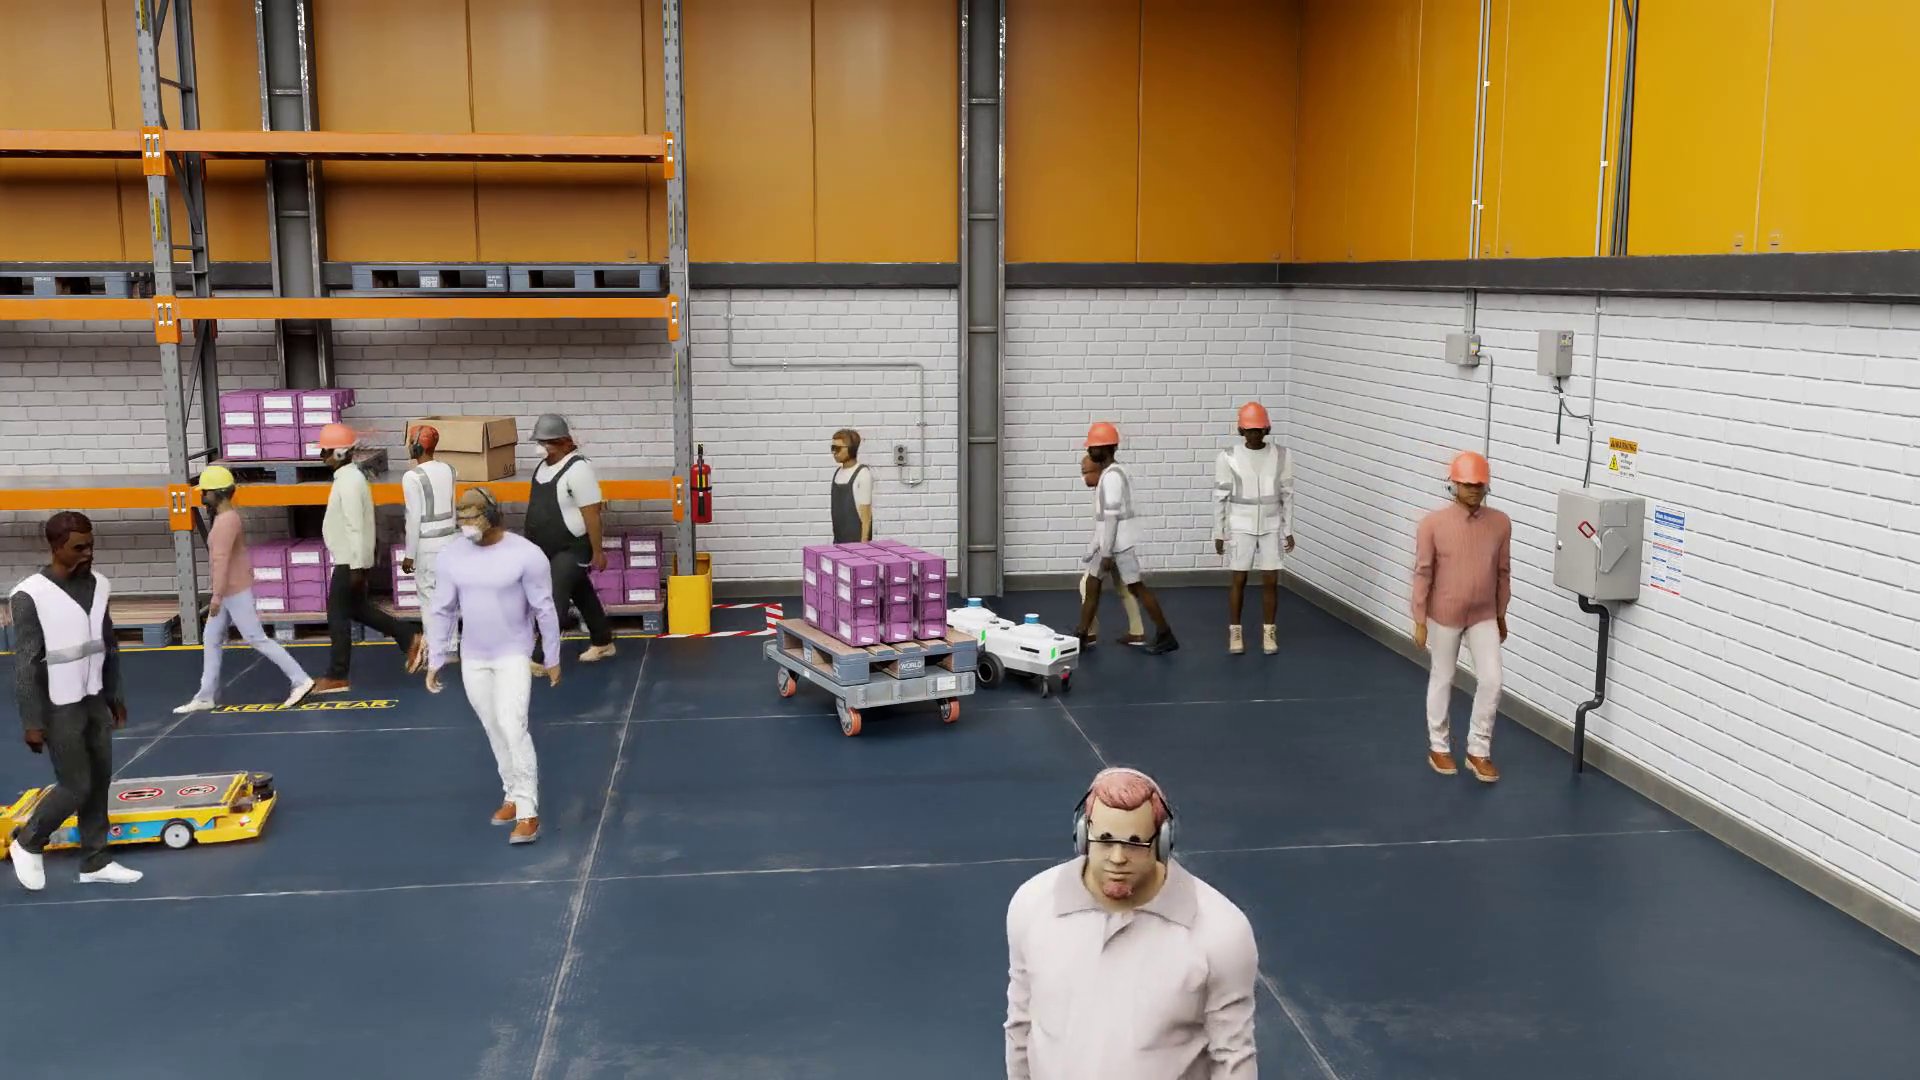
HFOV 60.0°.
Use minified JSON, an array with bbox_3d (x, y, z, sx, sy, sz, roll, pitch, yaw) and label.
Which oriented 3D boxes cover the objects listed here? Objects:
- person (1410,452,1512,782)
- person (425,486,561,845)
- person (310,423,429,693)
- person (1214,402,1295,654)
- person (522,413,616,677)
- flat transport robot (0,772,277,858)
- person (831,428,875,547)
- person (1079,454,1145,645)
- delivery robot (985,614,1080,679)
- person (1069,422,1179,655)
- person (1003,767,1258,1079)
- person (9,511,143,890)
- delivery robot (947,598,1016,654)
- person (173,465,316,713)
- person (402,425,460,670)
[{"bbox_3d":[3.009,0.464,9.900,0.658,1.972,0.681,-1,9,-7],"label":"person"},{"bbox_3d":[-2.532,0.656,8.926,0.646,1.902,0.731,2,9,14],"label":"person"},{"bbox_3d":[-4.353,0.121,12.106,0.819,1.972,0.629,-3,10,-20],"label":"person"},{"bbox_3d":[2.342,-0.089,13.236,0.642,2.022,0.400,0,9,1],"label":"person"},{"bbox_3d":[-3.037,-0.010,12.685,1.033,2.000,0.696,-7,12,-39],"label":"person"},{"bbox_3d":[-4.497,1.469,8.960,1.431,0.197,0.652,-2,9,-13],"label":"flat transport robot"},{"bbox_3d":[-0.796,0.009,13.237,0.765,1.826,0.518,-8,12,-40],"label":"person"},{"bbox_3d":[1.158,0.098,13.424,0.742,1.576,0.517,1,9,7],"label":"person"},{"bbox_3d":[0.523,0.782,12.074,0.707,0.478,0.477,9,12,43],"label":"delivery robot"},{"bbox_3d":[1.266,0.001,13.144,1.039,1.879,0.552,0,9,2],"label":"person"},{"bbox_3d":[0.424,1.445,4.135,0.643,1.879,0.822,3,10,18],"label":"person"},{"bbox_3d":[-4.355,0.793,8.094,0.462,1.898,0.630,2,9,12],"label":"person"},{"bbox_3d":[0.114,0.685,12.679,0.477,0.478,0.707,-6,11,-33],"label":"delivery robot"},{"bbox_3d":[-4.977,0.337,11.519,0.907,1.729,0.532,-4,10,-23],"label":"person"},{"bbox_3d":[-4.072,0.055,12.768,0.356,1.885,0.574,3,10,17],"label":"person"}]
